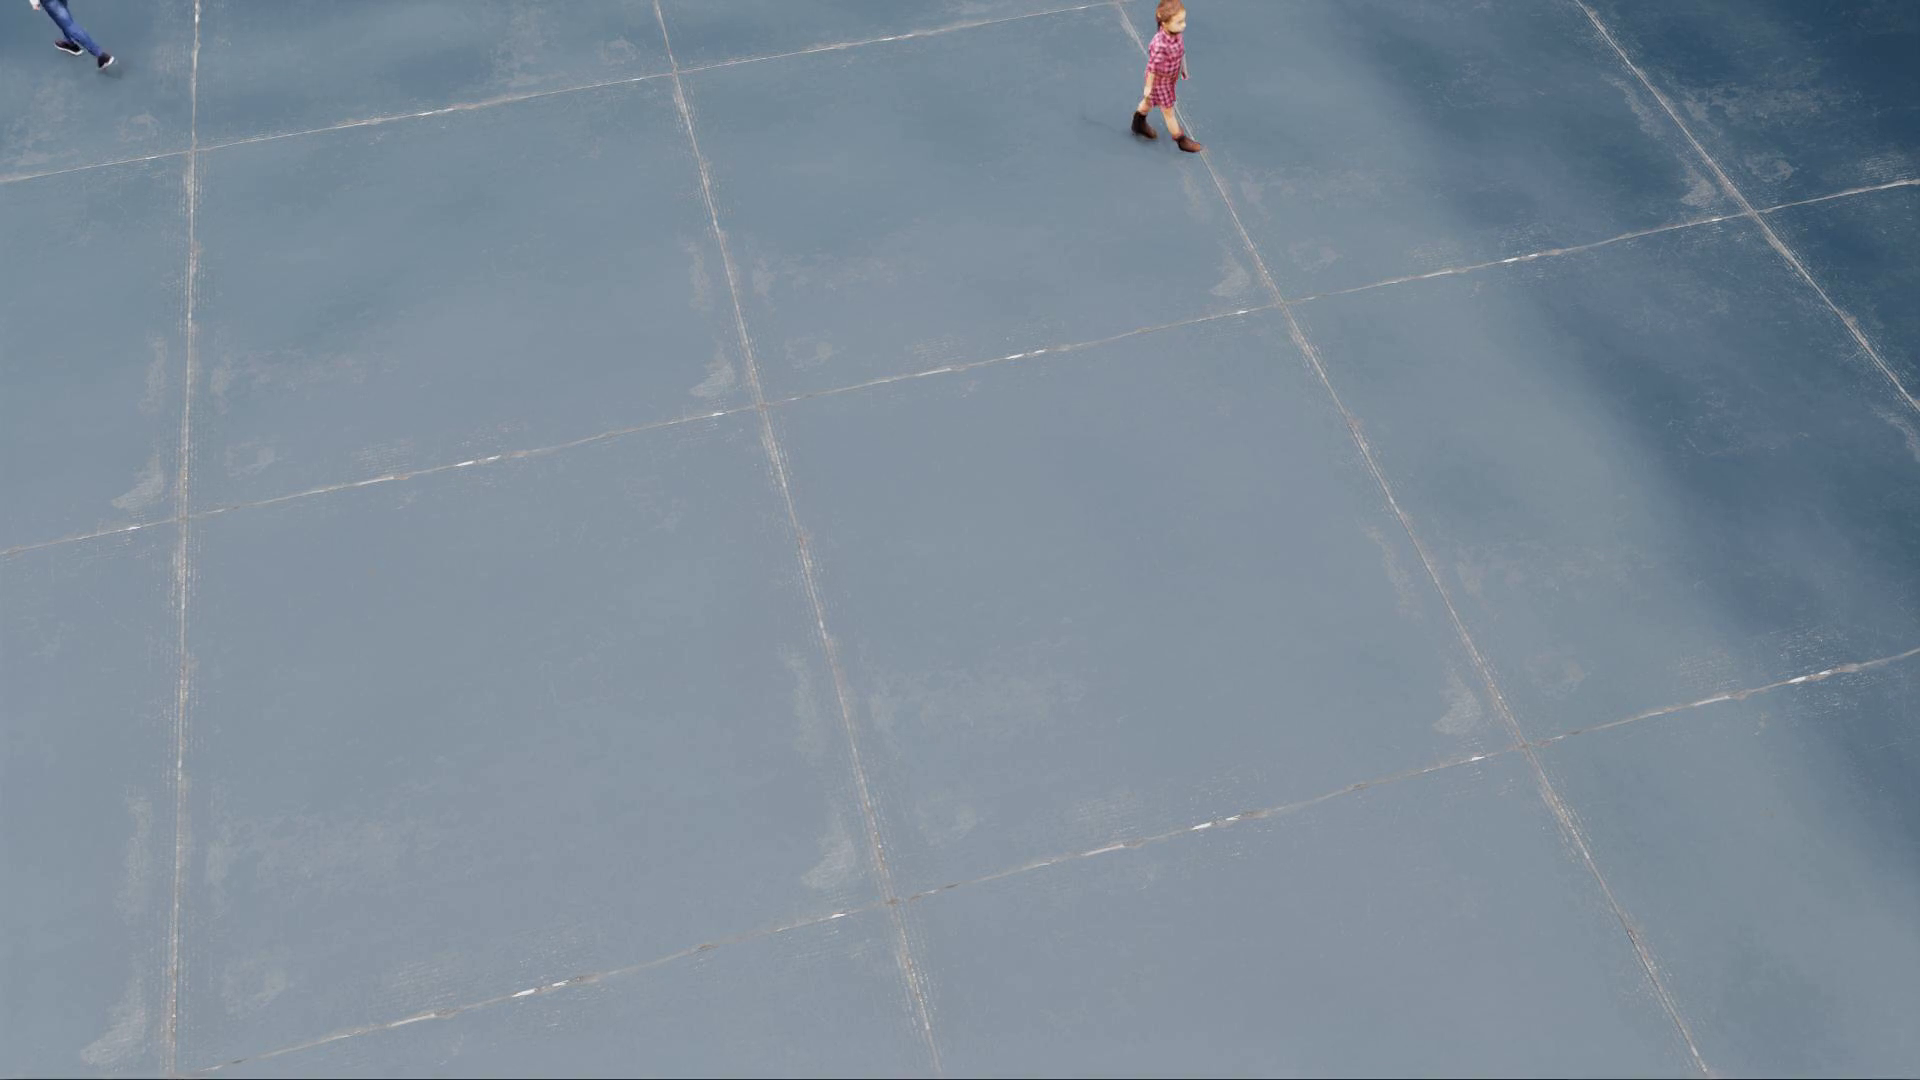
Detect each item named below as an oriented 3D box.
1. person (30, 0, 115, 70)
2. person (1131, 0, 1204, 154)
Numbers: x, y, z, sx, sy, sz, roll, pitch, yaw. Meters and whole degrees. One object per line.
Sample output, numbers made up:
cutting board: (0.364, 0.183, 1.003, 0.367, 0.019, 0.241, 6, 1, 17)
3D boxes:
person: (-5.630, -3.428, 10.363, 0.783, 1.092, 0.759, 19, 55, 14)
person: (1.176, -2.799, 9.934, 0.772, 0.999, 0.691, 28, 57, 20)
